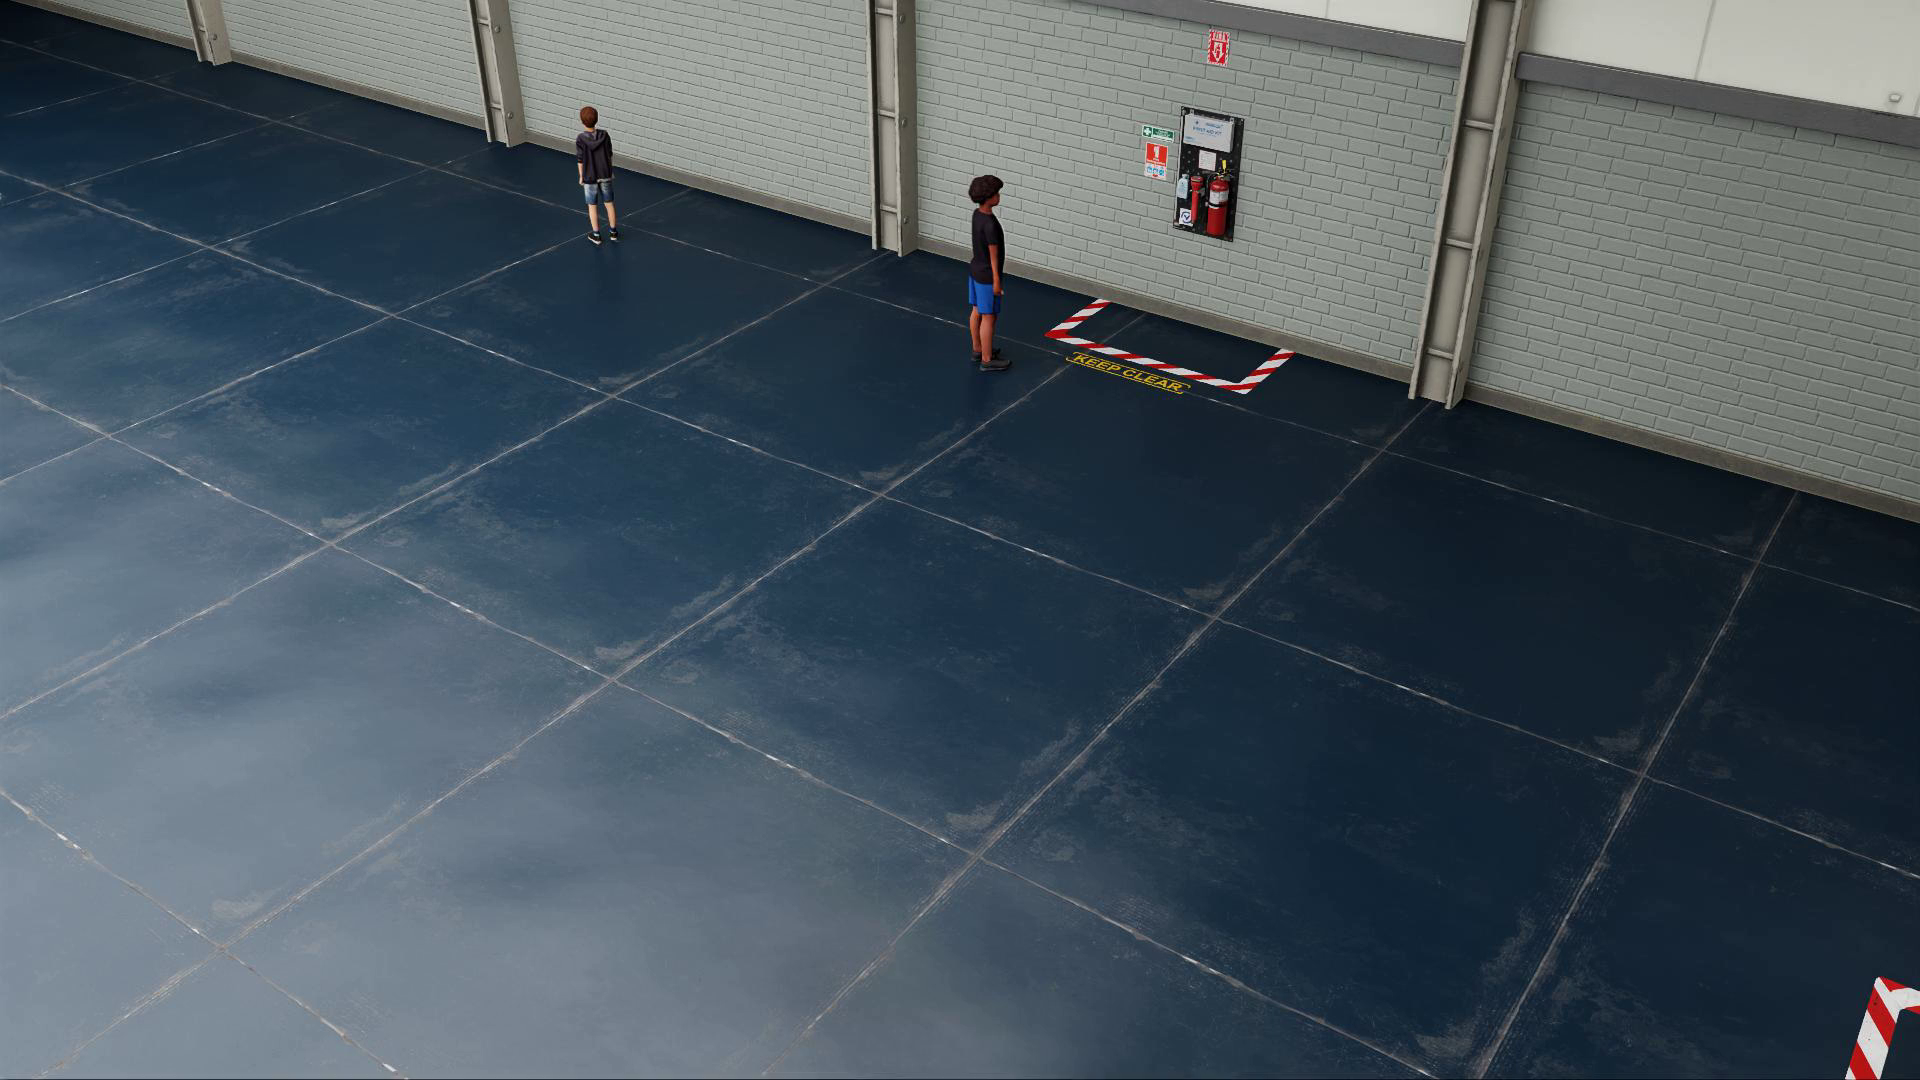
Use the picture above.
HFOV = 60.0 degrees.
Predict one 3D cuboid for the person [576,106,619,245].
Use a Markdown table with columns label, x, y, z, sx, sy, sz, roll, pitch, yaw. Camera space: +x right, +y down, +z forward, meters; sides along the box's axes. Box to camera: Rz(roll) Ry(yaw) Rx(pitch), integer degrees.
| label | x | y | z | sx | sy | sz | roll | pitch | yaw |
| --- | --- | --- | --- | --- | --- | --- | --- | --- | --- |
| person | -3.832 | -3.850 | 17.504 | 0.619 | 1.446 | 0.640 | -15 | 35 | -22 |

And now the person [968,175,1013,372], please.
| label | x | y | z | sx | sy | sz | roll | pitch | yaw |
| --- | --- | --- | --- | --- | --- | --- | --- | --- | --- |
| person | 0.231 | -2.394 | 14.865 | 0.766 | 1.799 | 0.688 | -11 | 34 | -16 |
